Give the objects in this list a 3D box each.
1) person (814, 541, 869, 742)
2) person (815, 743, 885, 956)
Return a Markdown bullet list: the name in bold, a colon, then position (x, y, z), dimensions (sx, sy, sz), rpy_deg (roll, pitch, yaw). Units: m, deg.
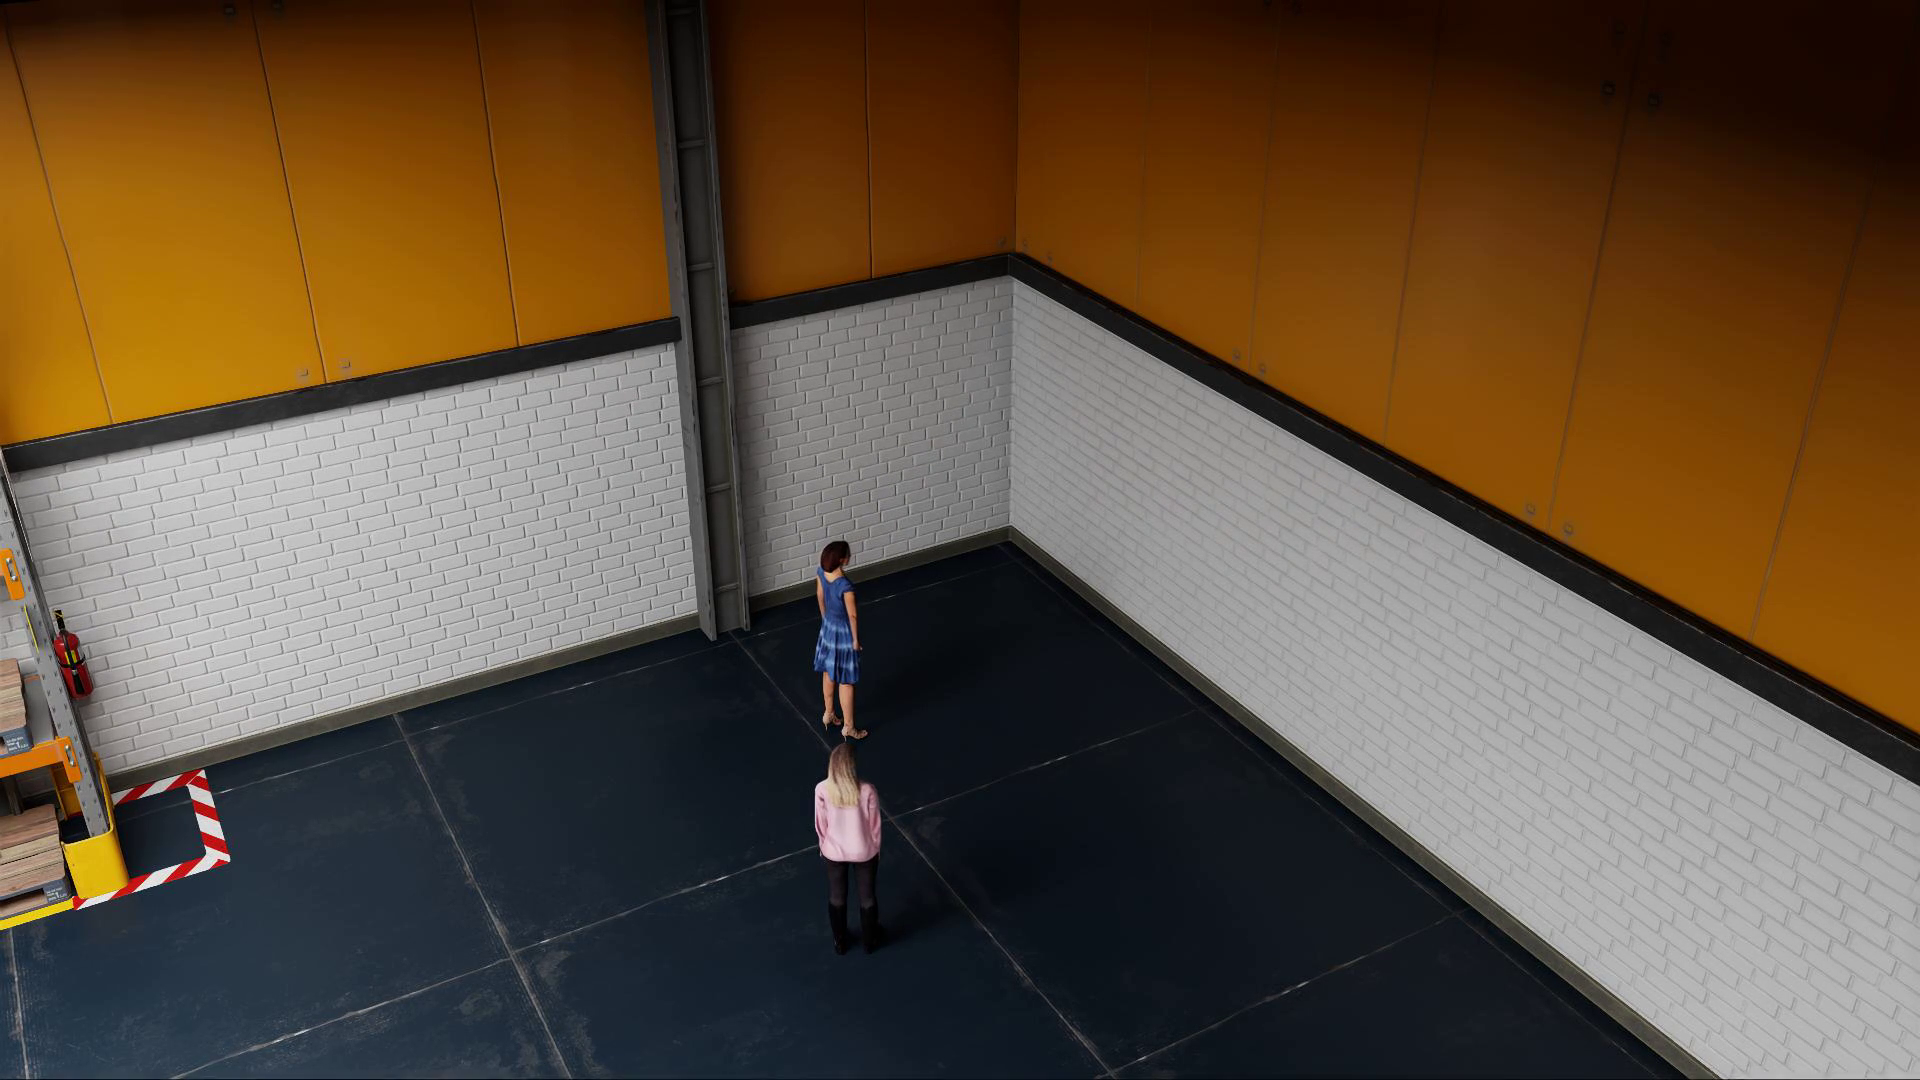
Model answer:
- **person**: position (-0.968, 0.806, 13.511), dimensions (0.635, 1.805, 0.708), rpy_deg (-22, 36, -35)
- **person**: position (-0.748, 2.098, 11.267), dimensions (0.657, 1.687, 0.746), rpy_deg (2, 29, 4)
